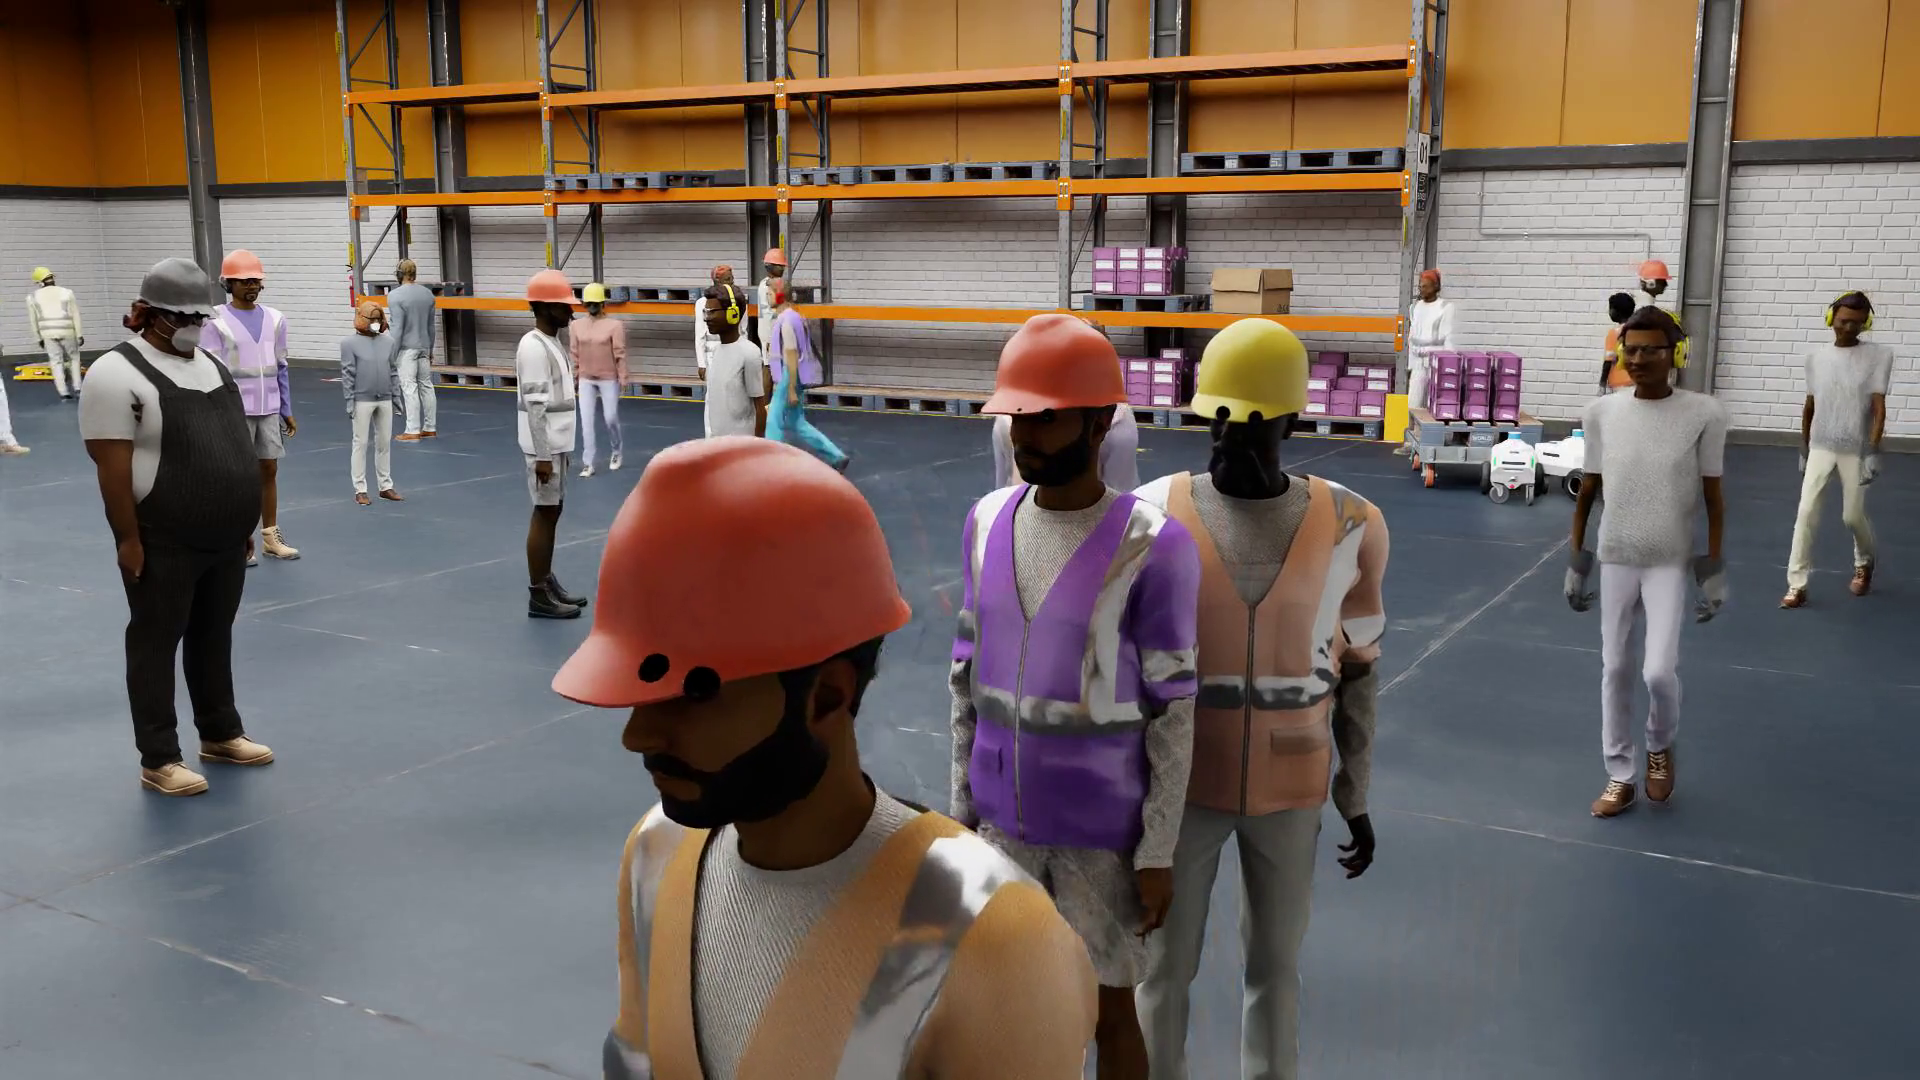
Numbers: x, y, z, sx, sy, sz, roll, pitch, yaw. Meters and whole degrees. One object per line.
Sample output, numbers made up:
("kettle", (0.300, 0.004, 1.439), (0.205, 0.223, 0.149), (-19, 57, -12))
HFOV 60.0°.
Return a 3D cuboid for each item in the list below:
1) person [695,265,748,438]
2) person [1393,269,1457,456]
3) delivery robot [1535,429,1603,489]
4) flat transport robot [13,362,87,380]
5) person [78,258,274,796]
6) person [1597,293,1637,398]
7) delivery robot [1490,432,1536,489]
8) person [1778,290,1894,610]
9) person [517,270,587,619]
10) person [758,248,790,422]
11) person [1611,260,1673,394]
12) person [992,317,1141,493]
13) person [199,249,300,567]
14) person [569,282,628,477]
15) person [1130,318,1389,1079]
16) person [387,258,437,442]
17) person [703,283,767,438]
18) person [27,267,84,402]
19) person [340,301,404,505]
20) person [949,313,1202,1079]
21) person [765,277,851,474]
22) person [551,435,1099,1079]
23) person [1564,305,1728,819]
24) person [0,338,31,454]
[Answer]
("person", (-2.314, -1.744, 16.310), (0.584, 1.883, 0.345), (-8, 13, -37))
("person", (4.737, -1.766, 16.540), (0.884, 1.852, 0.583), (-6, 12, -31))
("delivery robot", (5.095, -0.670, 13.731), (0.477, 0.478, 0.707), (-5, 11, -26))
("flat transport robot", (-14.223, -2.650, 26.010), (0.652, 0.197, 1.431), (-2, 10, -12))
("person", (-2.941, -0.069, 6.387), (0.535, 2.000, 0.674), (3, 10, 17))
("person", (6.045, -1.422, 15.151), (0.543, 1.647, 0.904), (-8, 13, -38))
("delivery robot", (4.508, -0.639, 13.554), (0.477, 0.478, 0.707), (3, 11, 17))
("person", (5.105, -0.527, 9.601), (0.502, 1.835, 0.867), (10, 14, 43))
("person", (-2.271, -0.533, 9.308), (0.374, 1.935, 0.552), (-1, 10, -3))
("person", (-2.180, -2.399, 19.580), (0.392, 2.040, 0.611), (0, 10, 2))
("person", (6.345, -1.669, 15.743), (1.032, 1.948, 0.591), (5, 11, 27))
("person", (0.355, 0.078, 6.234), (0.637, 1.814, 0.867), (9, 13, 41))
("person", (-4.609, -0.855, 10.828), (0.371, 2.044, 0.608), (7, 12, 34))
("person", (-3.284, -1.470, 15.154), (0.542, 1.742, 0.692), (1, 10, 5))
("person", (0.587, 0.503, 3.482), (0.589, 1.923, 0.383), (0, 10, 2))
("person", (-5.804, -2.001, 17.615), (0.355, 1.938, 0.636), (5, 11, 24))
("person", (-1.241, -0.468, 9.130), (0.310, 1.868, 0.532), (-7, 12, -34))
("person", (-12.029, -2.737, 22.186), (0.622, 1.794, 0.579), (-3, 11, -18))
("person", (-4.731, -1.106, 13.413), (0.284, 1.633, 0.499), (8, 13, 39))
("person", (0.191, 0.531, 3.274), (0.542, 1.939, 0.361), (7, 12, 36))
("person", (-1.401, -1.346, 14.285), (0.868, 1.814, 0.579), (-1, 10, -5))
("person", (-0.207, 0.864, 1.482), (0.899, 1.897, 0.583), (-9, 13, -41))
("person", (2.452, 0.098, 5.976), (0.554, 1.848, 0.406), (7, 12, 35))
("person", (-9.796, -1.724, 16.442), (0.843, 1.822, 0.637), (0, 10, -3))
